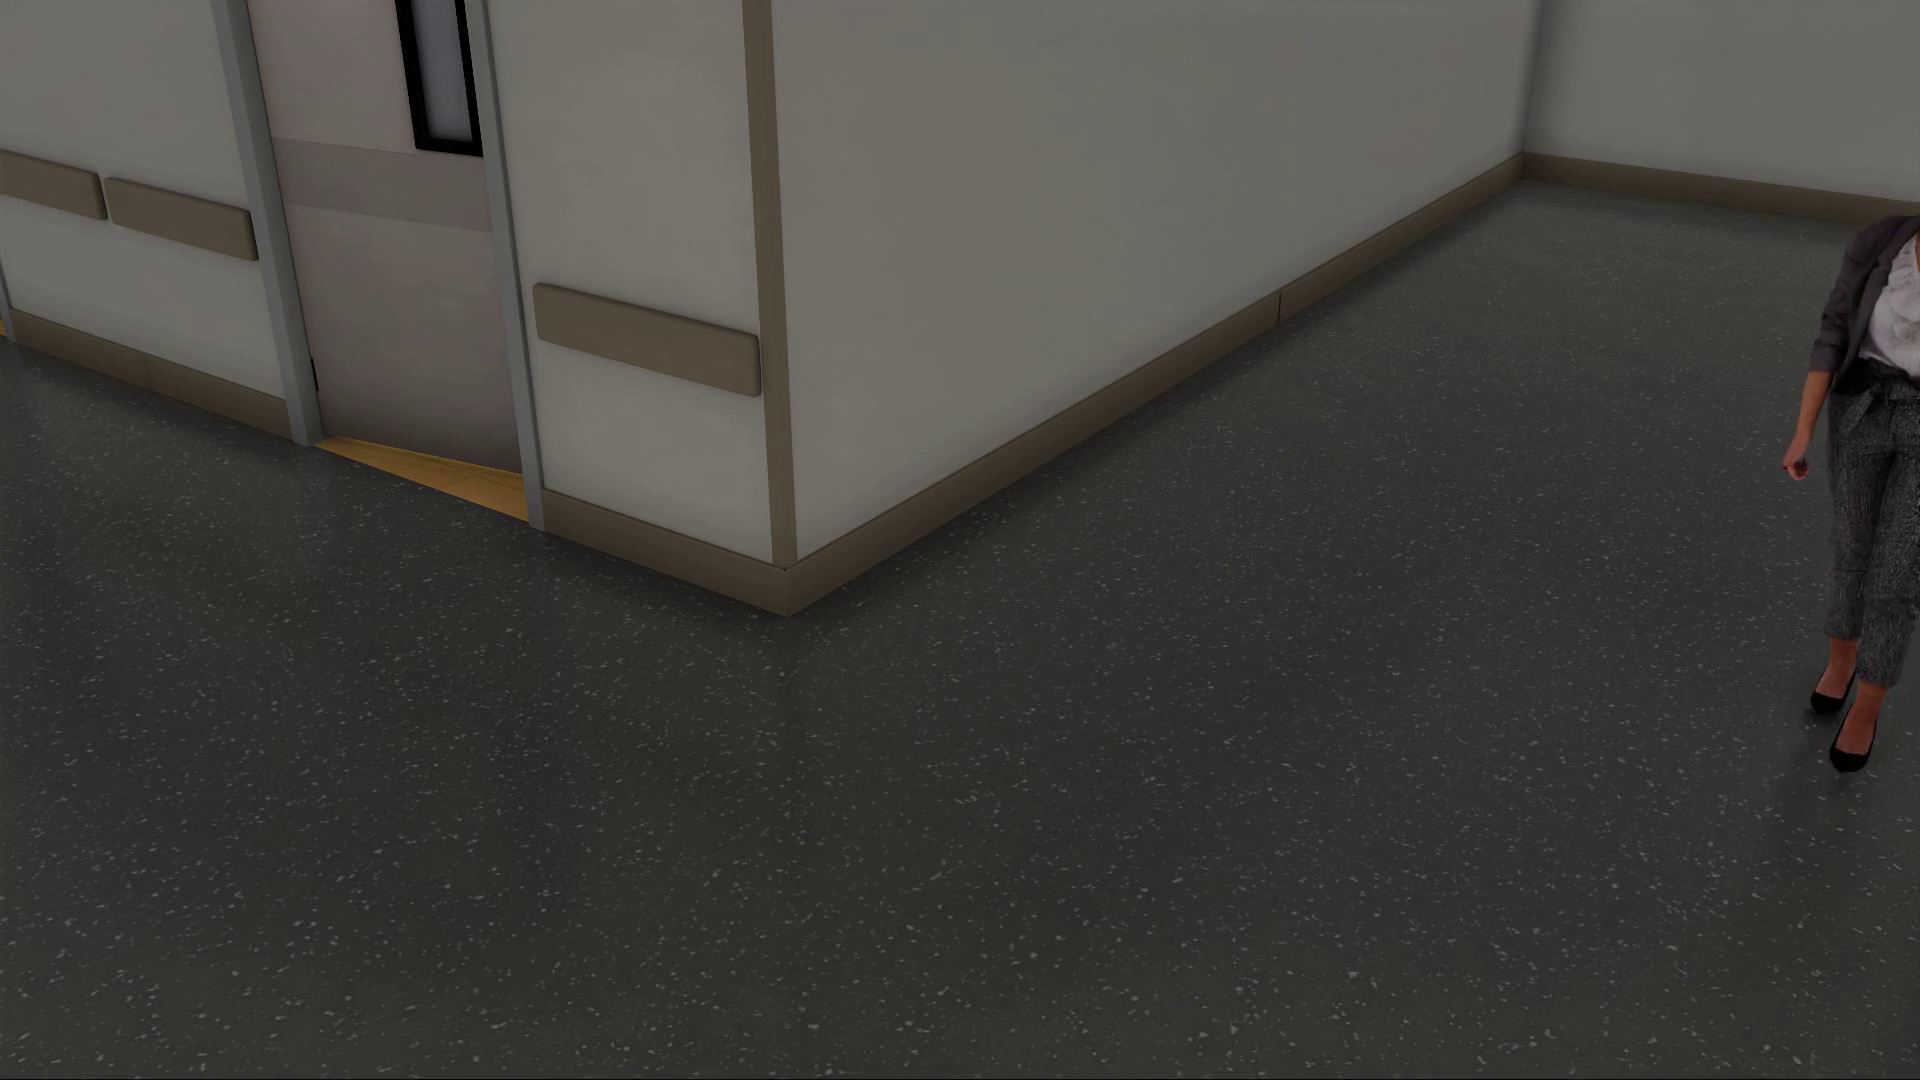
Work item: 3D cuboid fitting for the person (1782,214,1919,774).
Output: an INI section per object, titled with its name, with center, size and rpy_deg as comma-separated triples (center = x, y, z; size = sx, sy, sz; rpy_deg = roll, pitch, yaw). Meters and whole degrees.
[person]
center = 2.448, -0.266, 4.314
size = 0.666, 1.654, 0.812
rpy_deg = 22, 33, 38
